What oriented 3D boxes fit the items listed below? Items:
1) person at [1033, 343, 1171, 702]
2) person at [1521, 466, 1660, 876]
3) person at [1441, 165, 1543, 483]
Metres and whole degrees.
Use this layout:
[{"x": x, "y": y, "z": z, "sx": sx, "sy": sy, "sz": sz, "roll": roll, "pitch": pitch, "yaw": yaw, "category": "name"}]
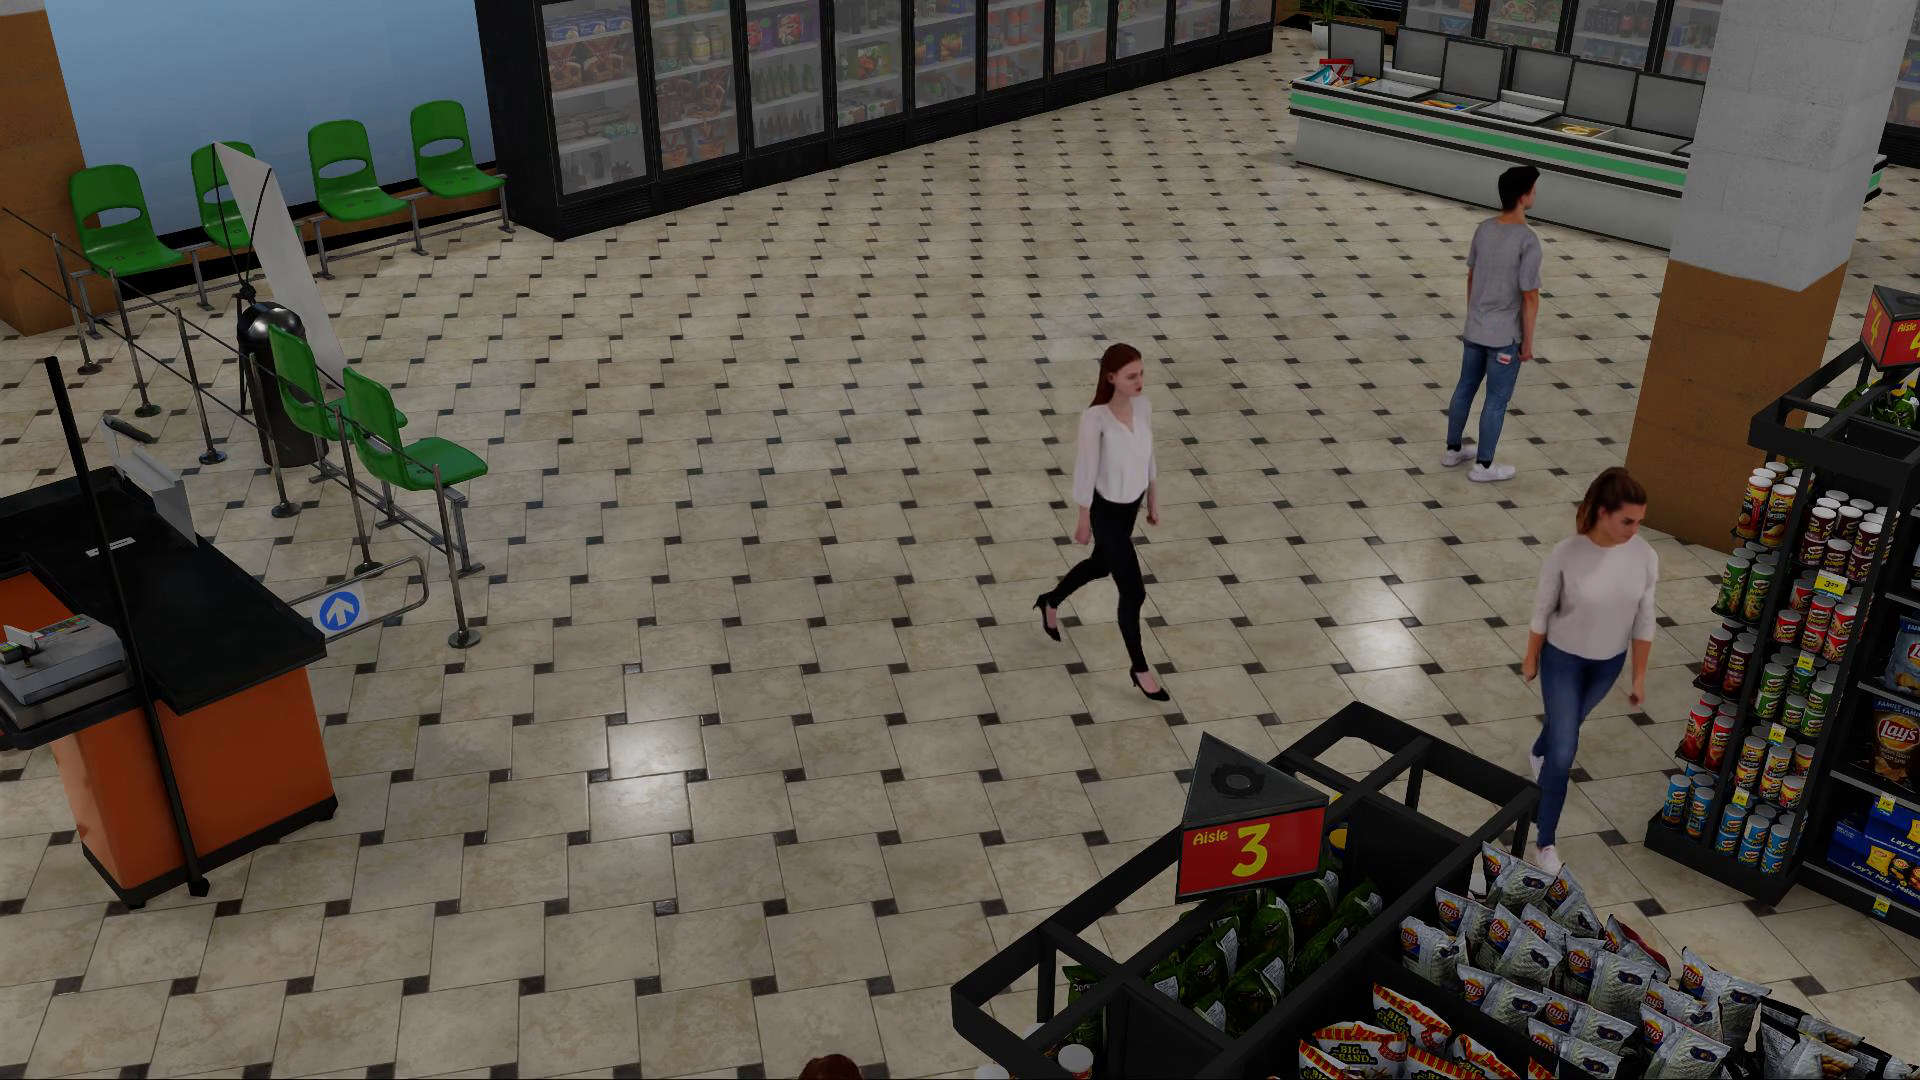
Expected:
[{"x": 0.664, "y": -0.121, "z": 7.868, "sx": 1.120, "sy": 1.721, "sz": 0.609, "roll": 24, "pitch": 37, "yaw": 37, "category": "person"}, {"x": 2.536, "y": 0.468, "z": 6.835, "sx": 1.076, "sy": 1.677, "sz": 1.162, "roll": 0, "pitch": 29, "yaw": 0, "category": "person"}, {"x": 3.155, "y": -1.272, "z": 9.806, "sx": 0.794, "sy": 1.884, "sz": 0.603, "roll": -15, "pitch": 32, "yaw": -25, "category": "person"}]
